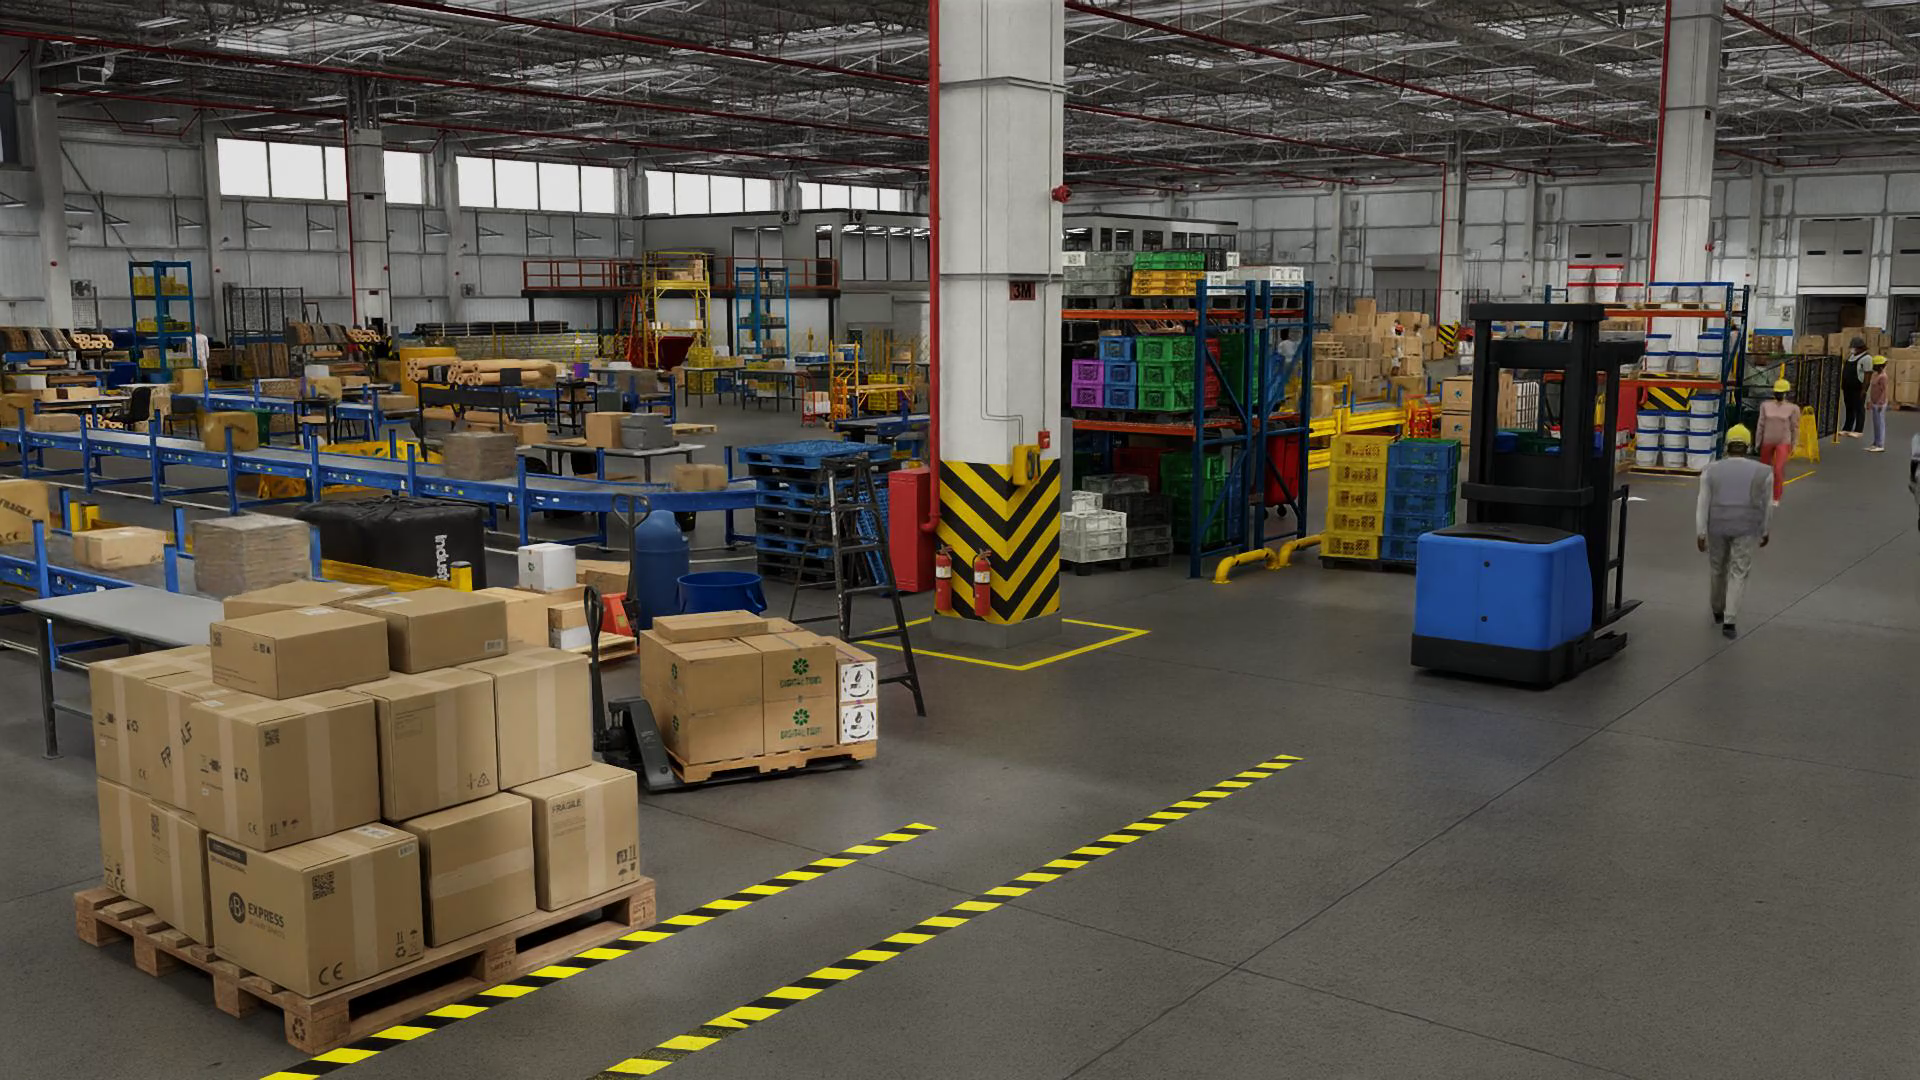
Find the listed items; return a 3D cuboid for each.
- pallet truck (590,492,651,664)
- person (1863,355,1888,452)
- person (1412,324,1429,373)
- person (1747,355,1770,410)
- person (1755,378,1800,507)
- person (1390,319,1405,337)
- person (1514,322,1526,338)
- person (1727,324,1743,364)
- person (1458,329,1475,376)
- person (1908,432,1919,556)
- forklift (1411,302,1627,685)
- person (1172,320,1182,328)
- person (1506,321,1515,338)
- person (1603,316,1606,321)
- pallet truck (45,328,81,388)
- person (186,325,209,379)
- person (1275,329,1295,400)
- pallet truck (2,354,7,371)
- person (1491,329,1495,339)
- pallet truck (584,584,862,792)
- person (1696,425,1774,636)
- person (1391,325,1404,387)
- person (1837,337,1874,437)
[{"bbox_3d":[-3.115,0.344,12.883,0.653,1.274,1.630,7,11,37],"label":"pallet truck"},{"bbox_3d":[16.792,-2.490,30.438,0.329,1.765,0.525,2,9,16],"label":"person"},{"bbox_3d":[16.302,-6.786,59.194,0.698,1.827,0.510,2,9,15],"label":"person"},{"bbox_3d":[16.811,-3.092,34.971,0.512,1.614,0.556,-3,9,-17],"label":"person"},{"bbox_3d":[11.112,-1.323,22.599,0.543,1.753,0.466,8,12,43],"label":"person"},{"bbox_3d":[16.405,-7.330,62.470,0.352,1.937,0.635,-7,11,-39],"label":"person"},{"bbox_3d":[22.989,-8.102,68.397,0.508,1.709,0.798,-1,9,-9],"label":"person"},{"bbox_3d":[27.496,-6.772,59.204,0.645,1.788,0.970,1,9,8],"label":"person"},{"bbox_3d":[14.299,-5.023,47.085,0.547,1.898,0.818,-1,9,-8],"label":"person"},{"bbox_3d":[10.677,-0.638,18.212,0.535,1.685,0.377,5,10,31],"label":"person"},{"bbox_3d":[4.379,-0.438,12.852,1.129,2.768,1.873,7,11,37],"label":"forklift"},{"bbox_3d":[8.963,-8.158,68.239,0.346,1.882,0.584,-8,11,-43],"label":"person"},{"bbox_3d":[26.228,-9.781,79.134,0.611,1.901,0.415,-6,10,-35],"label":"person"},{"bbox_3d":[28.440,-8.983,73.710,0.651,1.900,0.956,-2,9,-12],"label":"person"},{"bbox_3d":[-23.775,-4.544,43.495,1.885,1.965,0.823,6,10,35],"label":"pallet truck"},{"bbox_3d":[-23.518,-5.662,51.337,0.642,1.909,0.410,-4,9,-26],"label":"person"},{"bbox_3d":[8.737,-4.789,45.337,0.632,1.932,0.885,-8,12,-43],"label":"person"},{"bbox_3d":[-24.881,-4.417,42.634,1.885,1.965,0.823,8,11,41],"label":"pallet truck"},{"bbox_3d":[13.769,-4.544,43.510,0.386,1.993,0.611,1,9,9],"label":"person"},{"bbox_3d":[-1.426,0.805,10.019,1.601,1.201,0.680,-4,9,-26],"label":"pallet truck"},{"bbox_3d":[6.627,-0.092,14.248,0.581,1.785,0.949,5,10,28],"label":"person"},{"bbox_3d":[13.521,-5.686,51.417,0.366,1.931,0.542,-1,9,-9],"label":"person"},{"bbox_3d":[18.050,-3.097,33.592,0.535,2.000,0.674,-1,8,-5],"label":"person"}]
